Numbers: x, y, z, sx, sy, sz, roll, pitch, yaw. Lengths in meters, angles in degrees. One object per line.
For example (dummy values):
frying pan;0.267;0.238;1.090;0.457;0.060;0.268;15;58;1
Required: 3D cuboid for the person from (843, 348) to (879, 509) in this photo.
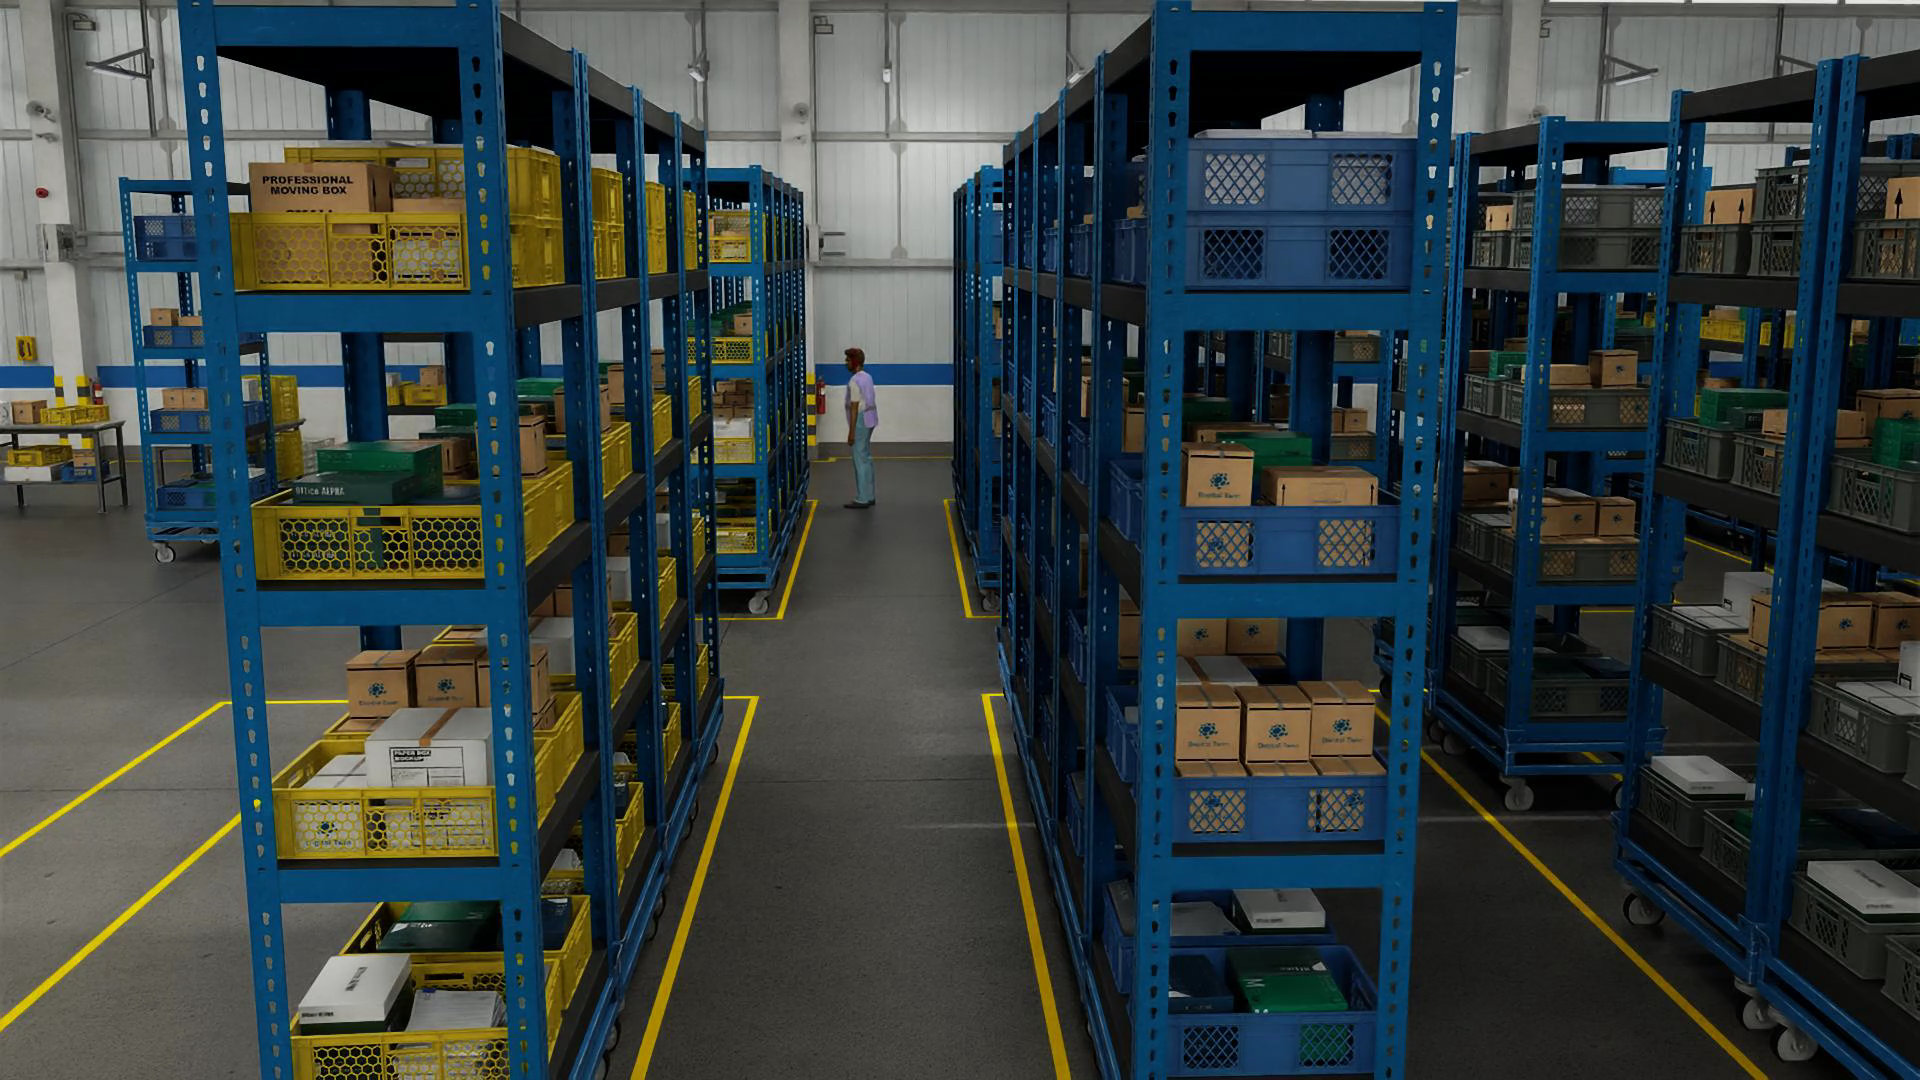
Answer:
person;-1.128;-1.274;19.035;0.388;1.837;0.560;2;10;10
